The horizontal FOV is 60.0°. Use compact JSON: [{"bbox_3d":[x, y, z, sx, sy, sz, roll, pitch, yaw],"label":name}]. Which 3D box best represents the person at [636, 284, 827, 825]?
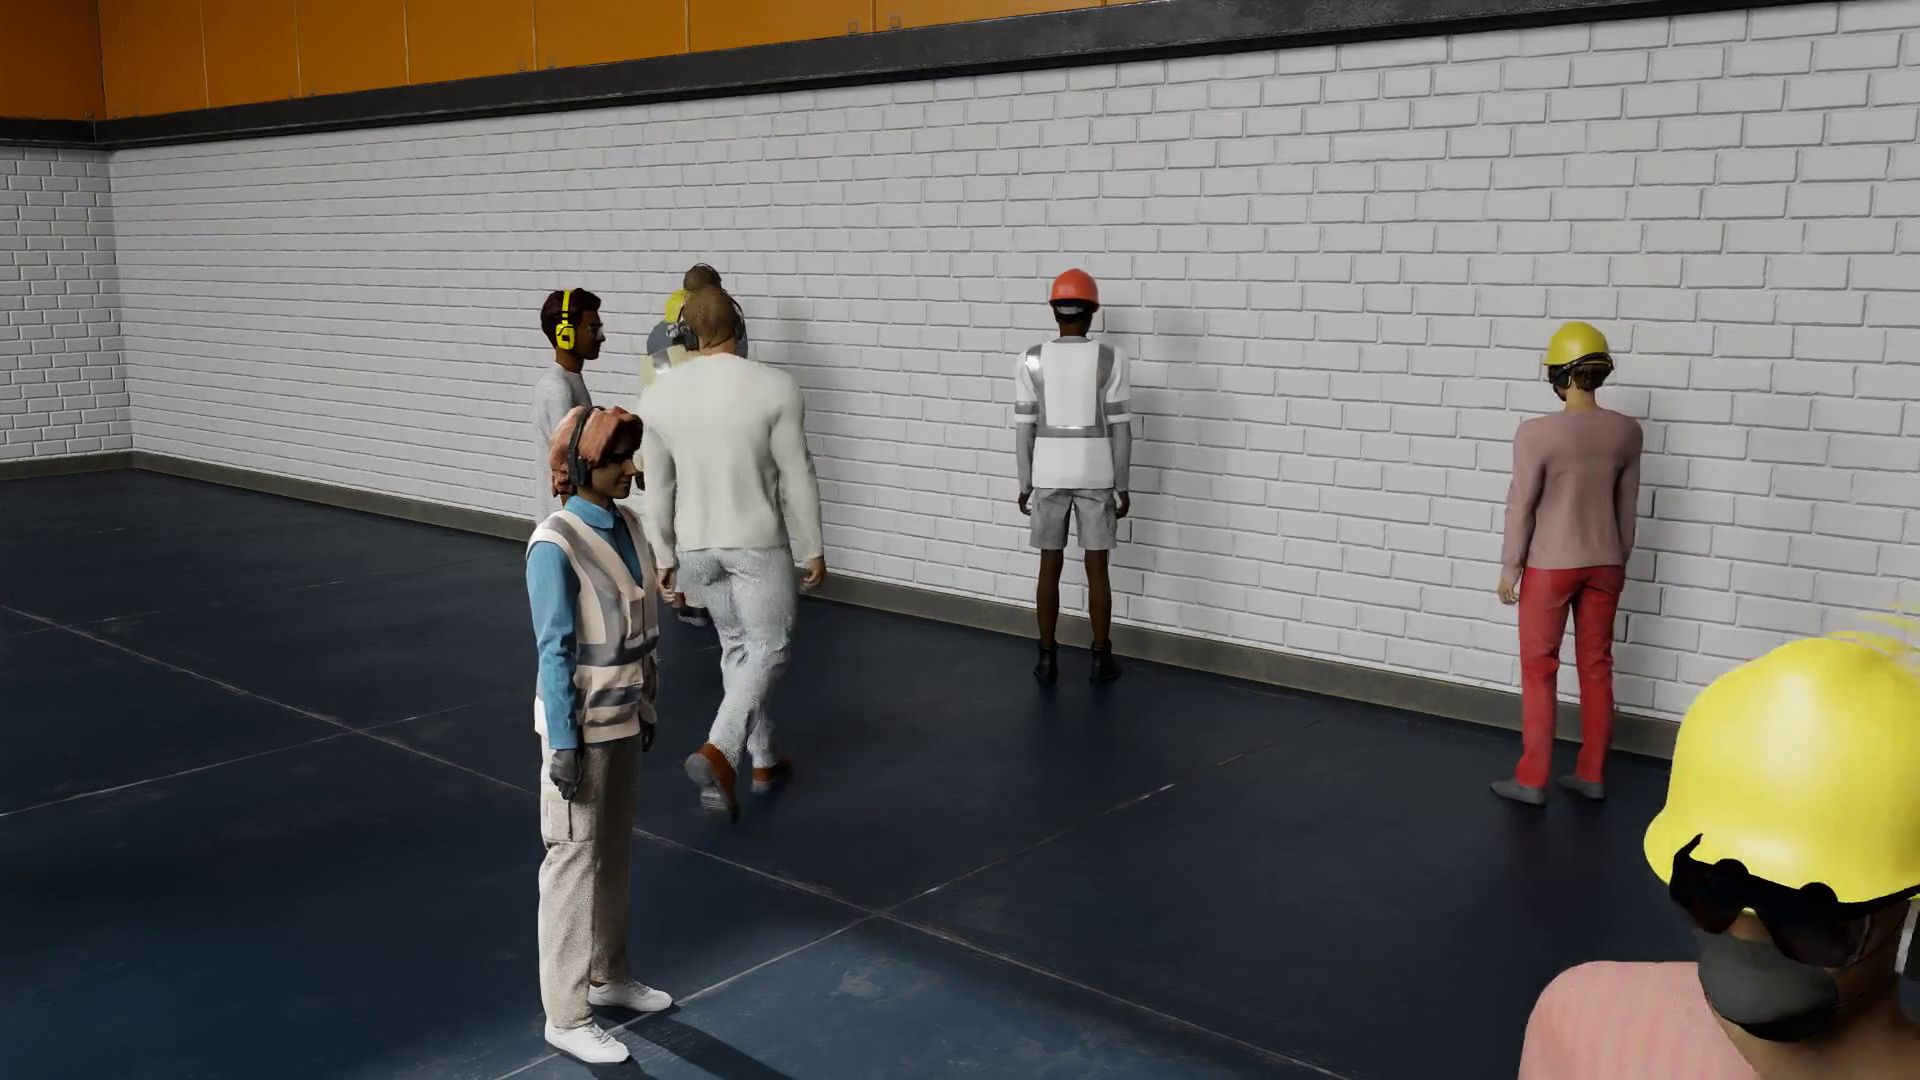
[{"bbox_3d":[-0.851,0.045,5.954,0.674,1.902,0.845,3,10,18],"label":"person"}]

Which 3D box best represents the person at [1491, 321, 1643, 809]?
[{"bbox_3d":[2.200,0.096,6.040,0.534,1.760,0.334,-3,10,-15],"label":"person"}]

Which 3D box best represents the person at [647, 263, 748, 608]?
[{"bbox_3d":[-1.439,-0.568,9.311,0.635,1.936,0.353,4,11,22],"label":"person"}]

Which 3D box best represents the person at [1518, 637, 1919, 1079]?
[{"bbox_3d":[0.599,0.933,1.332,0.846,1.734,0.528,-6,11,-29],"label":"person"}]

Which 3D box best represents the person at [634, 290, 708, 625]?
[{"bbox_3d":[-1.516,-0.471,9.180,0.619,1.789,0.842,-5,11,-29],"label":"person"}]

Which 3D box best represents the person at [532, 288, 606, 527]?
[{"bbox_3d":[-1.501,-0.044,6.519,0.313,1.869,0.538,-3,10,-15],"label":"person"}]

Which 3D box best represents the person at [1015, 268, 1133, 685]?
[{"bbox_3d":[0.531,-0.286,7.732,0.549,1.934,0.376,2,10,10],"label":"person"}]

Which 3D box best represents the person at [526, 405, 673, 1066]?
[{"bbox_3d":[-0.915,0.477,4.210,0.310,1.638,0.523,2,10,11],"label":"person"}]
